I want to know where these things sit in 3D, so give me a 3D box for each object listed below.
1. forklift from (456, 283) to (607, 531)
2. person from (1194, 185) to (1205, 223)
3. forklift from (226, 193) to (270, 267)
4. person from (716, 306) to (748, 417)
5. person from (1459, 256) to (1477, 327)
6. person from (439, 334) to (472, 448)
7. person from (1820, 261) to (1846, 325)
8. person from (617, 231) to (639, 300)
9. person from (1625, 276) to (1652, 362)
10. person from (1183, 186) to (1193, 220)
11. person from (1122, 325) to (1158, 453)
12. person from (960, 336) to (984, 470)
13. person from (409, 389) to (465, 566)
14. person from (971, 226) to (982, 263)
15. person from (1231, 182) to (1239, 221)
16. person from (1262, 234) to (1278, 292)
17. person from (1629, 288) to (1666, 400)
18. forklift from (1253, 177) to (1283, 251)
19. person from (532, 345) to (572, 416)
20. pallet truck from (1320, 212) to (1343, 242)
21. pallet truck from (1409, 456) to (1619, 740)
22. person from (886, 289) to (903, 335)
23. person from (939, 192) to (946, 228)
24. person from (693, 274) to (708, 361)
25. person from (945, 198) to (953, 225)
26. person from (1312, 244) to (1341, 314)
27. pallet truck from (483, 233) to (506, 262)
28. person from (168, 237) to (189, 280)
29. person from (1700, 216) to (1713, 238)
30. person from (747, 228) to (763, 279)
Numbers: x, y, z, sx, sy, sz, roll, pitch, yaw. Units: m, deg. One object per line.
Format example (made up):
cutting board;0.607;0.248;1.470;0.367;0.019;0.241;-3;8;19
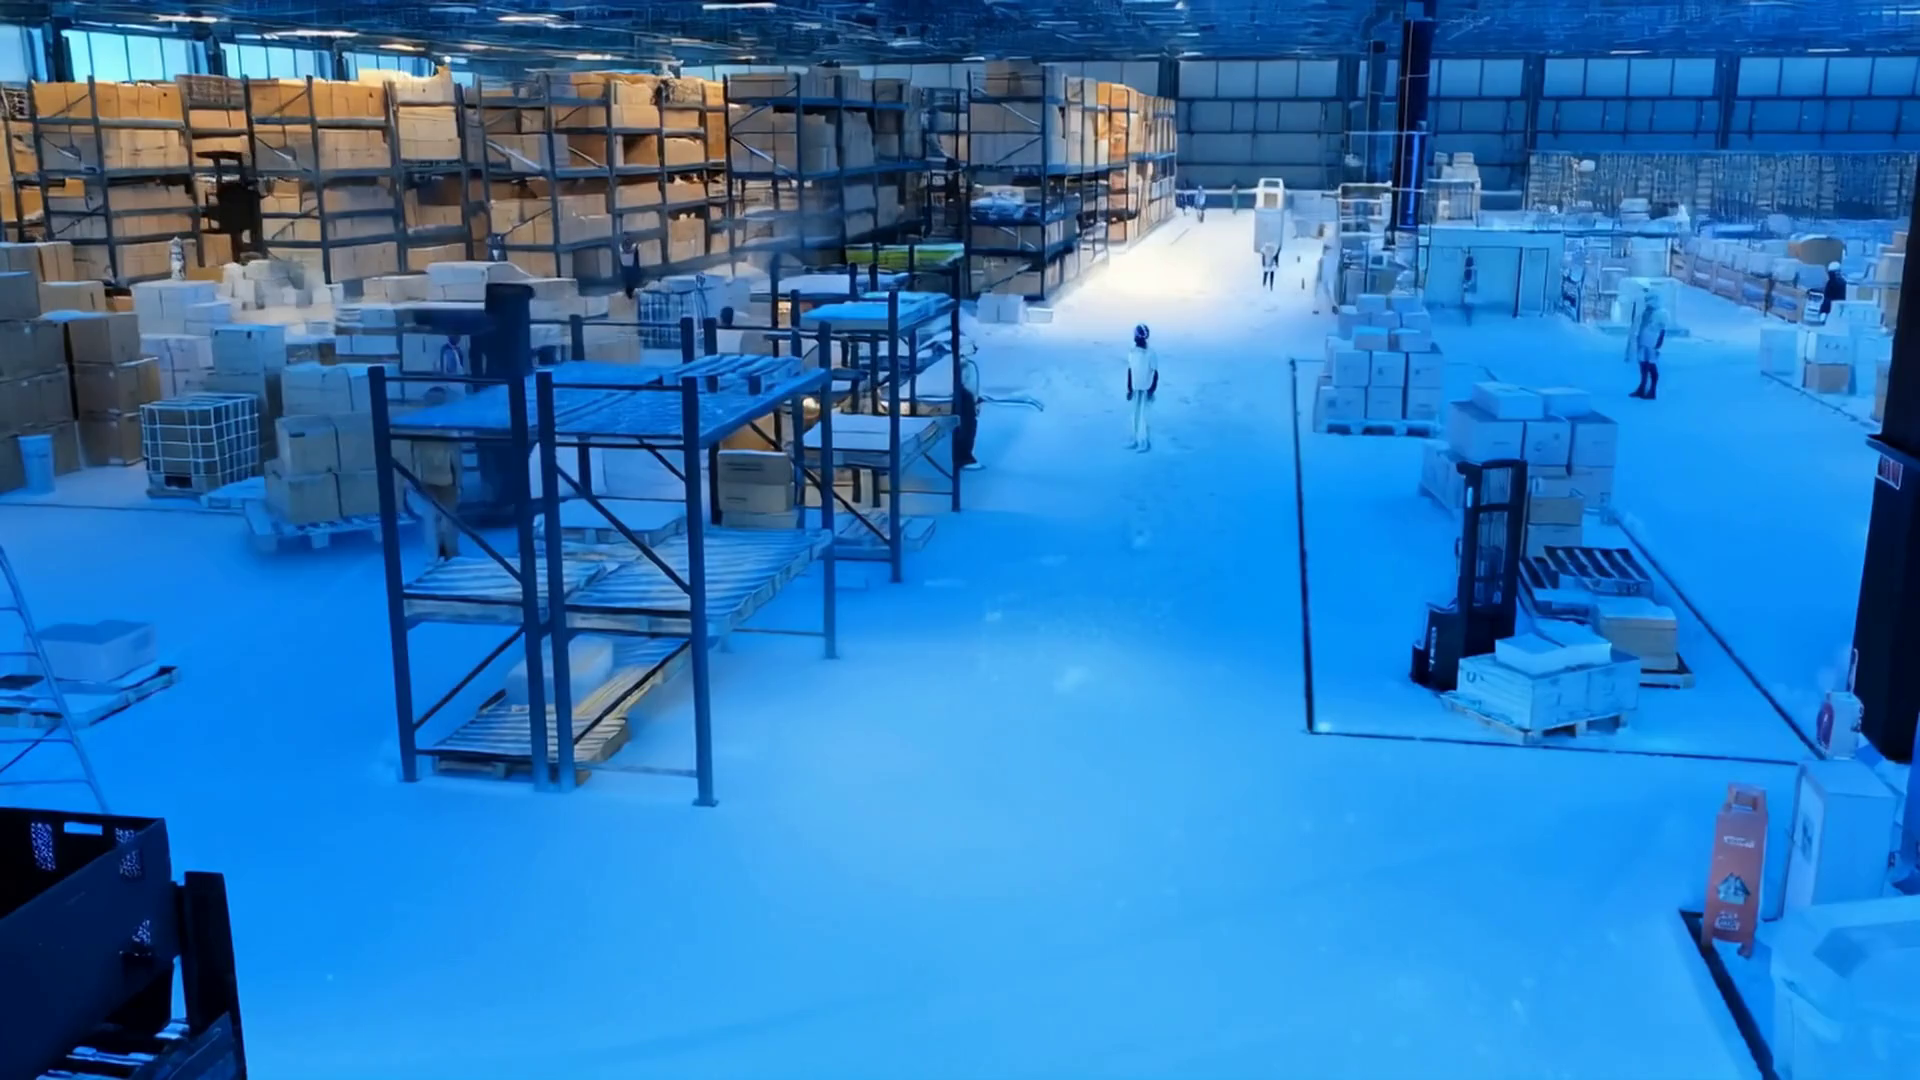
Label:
forklift;-5.325;-1.653;19.913;1.873;2.768;1.129;-7;16;-27
person;12.121;-16.990;84.141;0.573;1.921;0.512;3;14;13
forklift;-20.912;-8.737;48.677;1.873;2.768;1.129;3;14;13
person;-3.652;-2.761;26.419;0.629;1.905;0.453;2;14;9
person;12.148;-5.903;39.625;0.423;1.686;0.540;13;19;43
person;-7.399;-2.260;24.446;0.412;1.872;0.602;1;14;4
person;17.900;-4.720;34.186;0.377;1.997;0.609;-1;14;-3
person;-9.193;-7.596;46.059;0.612;1.899;0.465;3;14;11
person;13.781;-4.461;33.671;0.527;1.740;0.811;13;19;41
person;11.991;-17.765;87.629;0.533;1.765;0.325;3;14;12
person;2.640;-2.193;24.200;0.332;1.866;0.514;-13;19;-42
person;0.108;-1.898;23.041;0.326;1.843;0.516;-7;16;-27
person;-5.591;-0.663;17.851;0.585;1.930;0.358;4;14;15
person;0.538;-10.253;56.961;0.429;1.846;0.633;10;17;34
person;14.280;-17.587;86.431;0.395;1.992;0.622;1;14;4
person;8.996;-8.039;48.297;0.532;1.689;0.319;-5;15;-19
person;12.035;-3.423;29.042;0.378;1.938;0.547;-4;14;-15
forklift;12.083;-12.747;64.956;1.129;2.768;1.873;3;14;10
person;-5.285;-1.569;21.576;0.631;1.916;0.867;-8;16;-30
pallet truck;15.874;-13.227;70.310;0.680;1.201;1.601;10;17;35
pallet truck;4.504;0.400;13.395;0.823;1.965;1.885;-6;15;-23
person;-1.308;-4.399;33.041;0.634;1.908;0.995;13;19;42
person;-0.758;-14.686;74.768;0.359;1.938;0.545;-3;14;-12
person;-5.096;-4.305;32.765;0.310;1.868;0.533;-5;15;-19
person;-0.462;-15.002;76.049;0.372;1.940;0.630;-9;16;-31
person;9.357;-6.621;42.322;0.589;1.799;0.802;-8;16;-29
pallet truck;-11.832;-7.026;43.548;1.885;1.965;0.823;8;16;28
person;-22.326;-7.834;47.564;0.514;1.641;0.308;-5;15;-20
person;25.443;-10.178;56.831;0.367;1.751;0.553;-4;14;-17
person;-6.531;-9.151;53.029;0.510;1.591;0.860;5;15;18
